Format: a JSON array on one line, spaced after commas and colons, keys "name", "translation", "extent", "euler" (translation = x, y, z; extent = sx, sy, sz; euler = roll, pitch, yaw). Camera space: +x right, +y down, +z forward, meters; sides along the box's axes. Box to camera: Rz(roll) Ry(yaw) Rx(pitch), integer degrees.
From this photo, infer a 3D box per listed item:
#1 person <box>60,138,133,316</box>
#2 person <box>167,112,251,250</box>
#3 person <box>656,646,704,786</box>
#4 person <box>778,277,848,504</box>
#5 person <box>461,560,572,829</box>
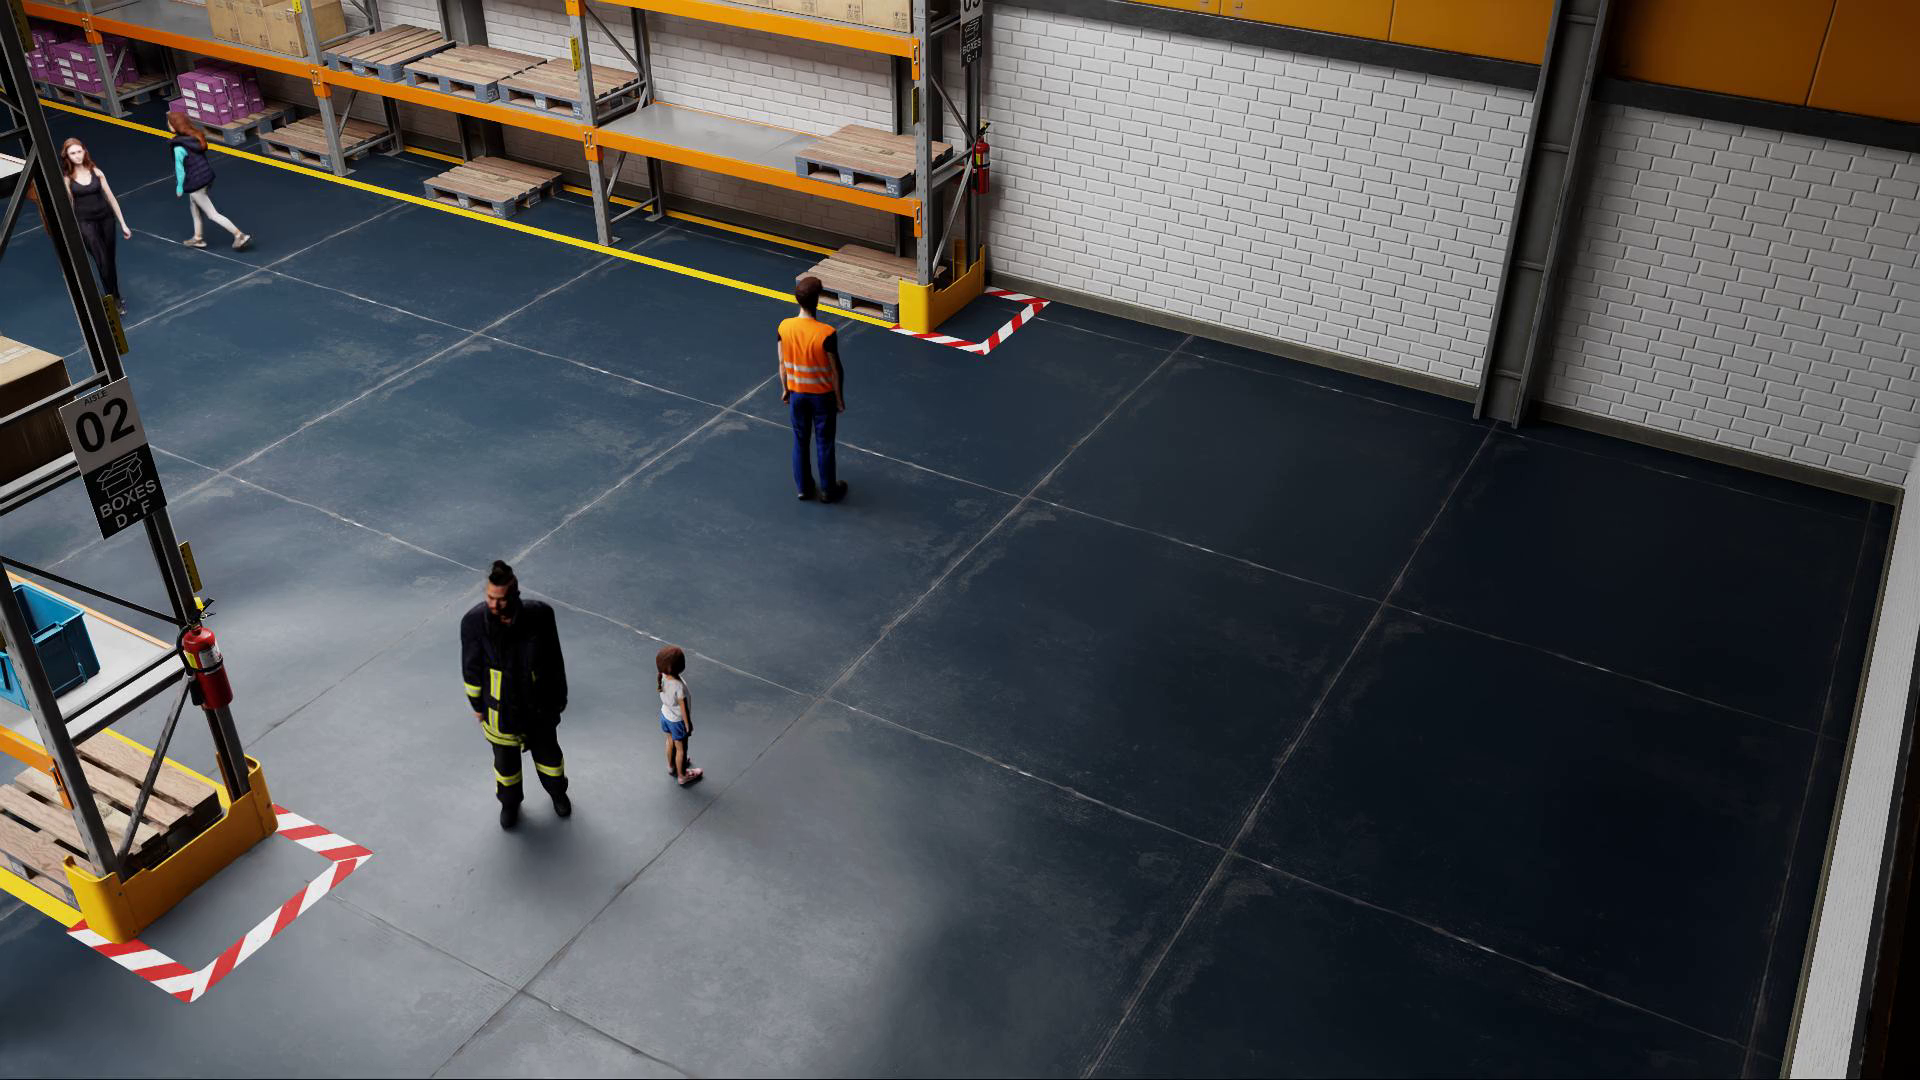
[{"name": "person", "translation": [-8.419, -3.090, 16.149], "extent": [0.894, 1.724, 0.710], "euler": [26, 42, 34]}, {"name": "person", "translation": [-7.857, -3.699, 17.295], "extent": [1.044, 1.469, 0.882], "euler": [-2, 34, -3]}, {"name": "person", "translation": [-1.799, 1.093, 10.492], "extent": [0.526, 1.019, 0.431], "euler": [-23, 40, -30]}, {"name": "person", "translation": [-1.171, -1.165, 13.111], "extent": [0.645, 1.880, 0.806], "euler": [10, 35, 14]}, {"name": "person", "translation": [-2.663, 0.897, 10.019], "extent": [0.869, 1.868, 0.933], "euler": [-7, 34, -11]}]
